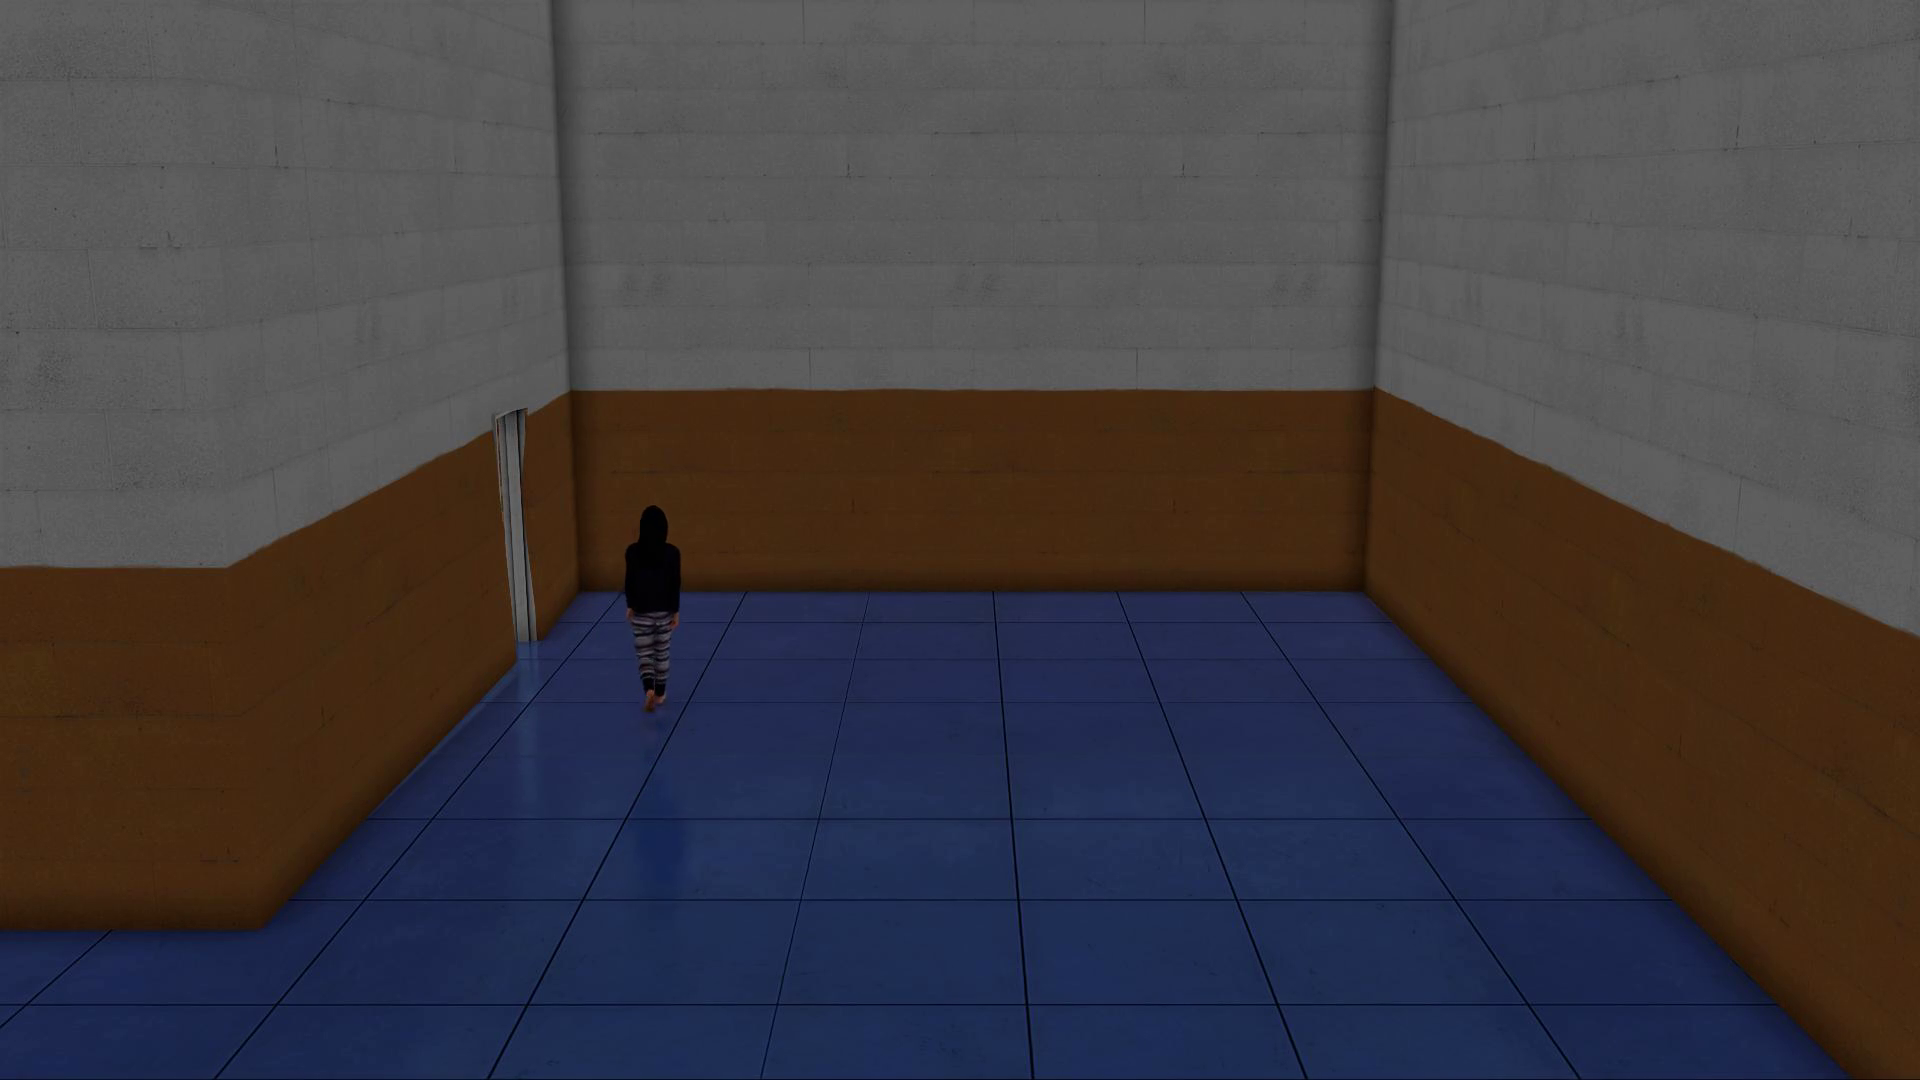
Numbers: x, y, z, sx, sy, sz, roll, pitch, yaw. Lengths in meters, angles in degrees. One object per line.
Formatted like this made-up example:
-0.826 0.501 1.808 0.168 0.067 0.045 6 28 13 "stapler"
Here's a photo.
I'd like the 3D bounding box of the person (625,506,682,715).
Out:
-2.528 0.591 13.621 0.917 1.715 0.769 -2 12 -8 "person"
